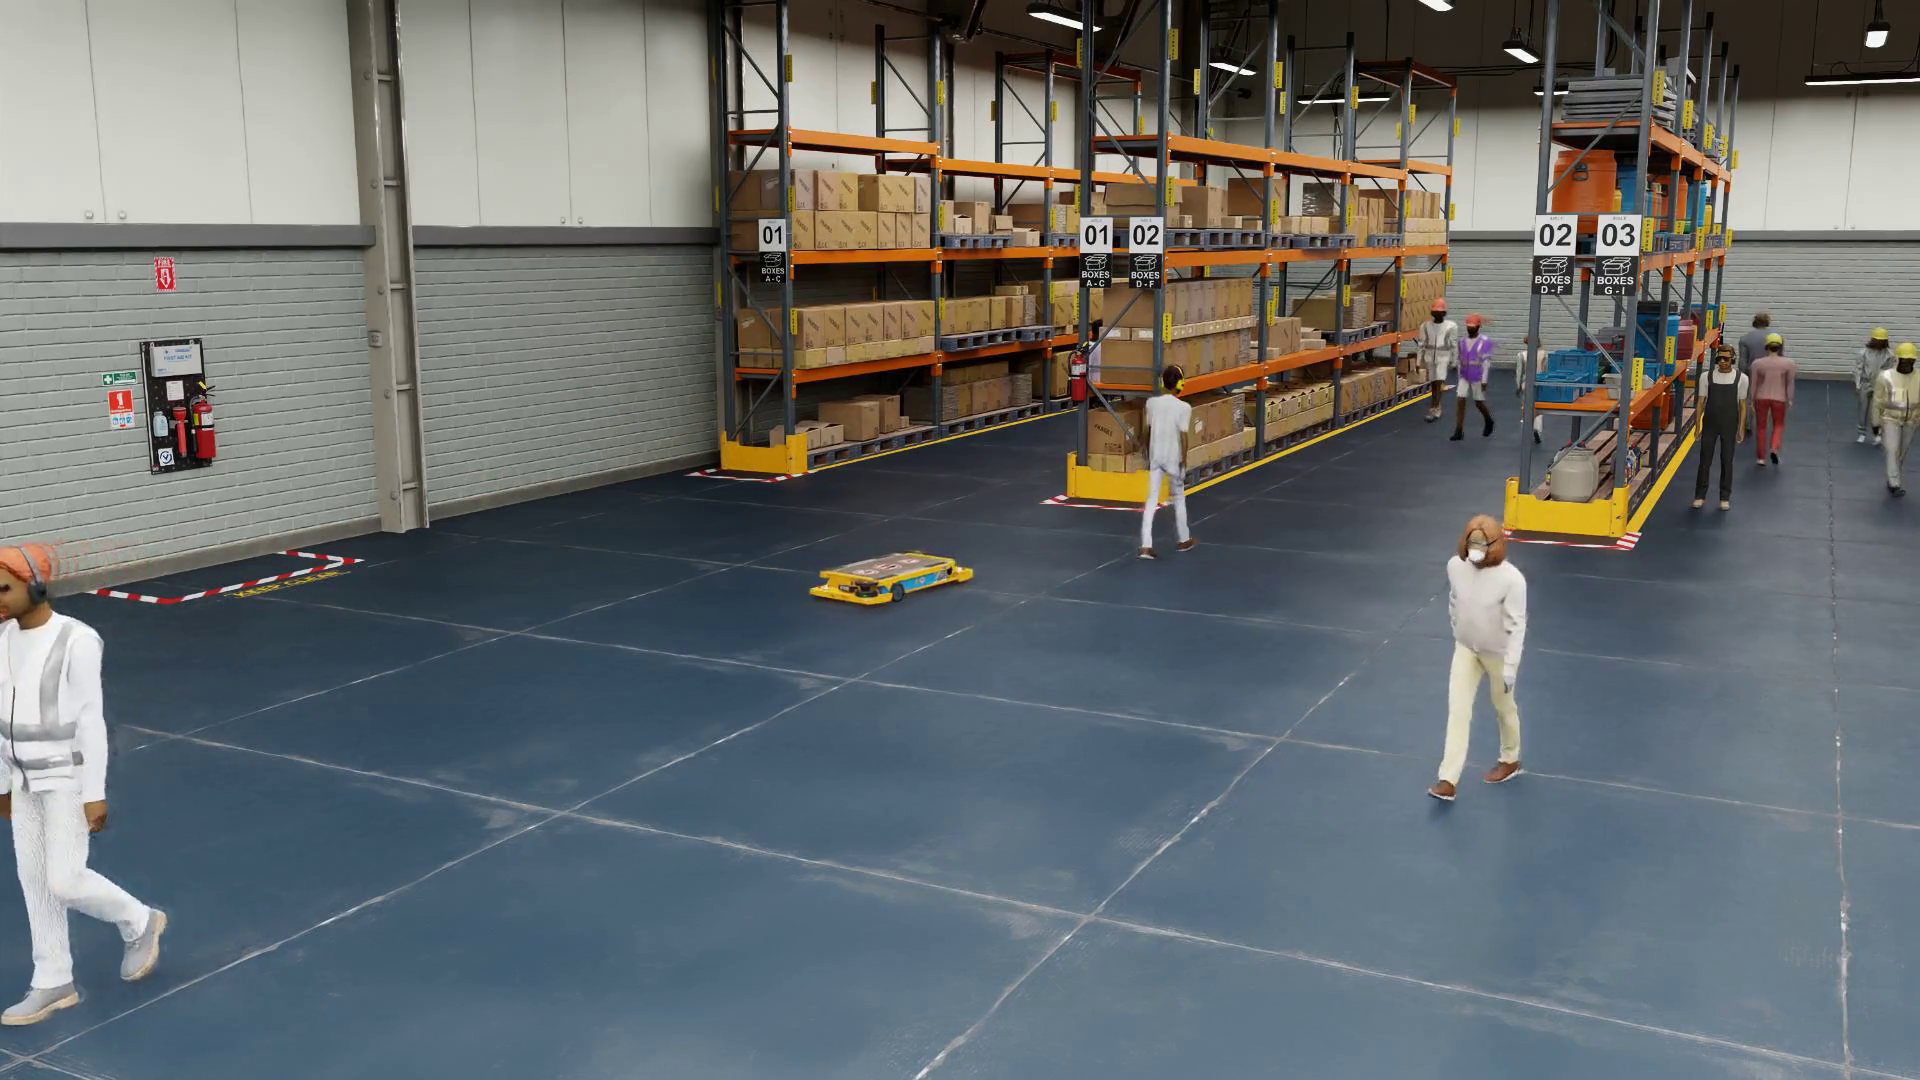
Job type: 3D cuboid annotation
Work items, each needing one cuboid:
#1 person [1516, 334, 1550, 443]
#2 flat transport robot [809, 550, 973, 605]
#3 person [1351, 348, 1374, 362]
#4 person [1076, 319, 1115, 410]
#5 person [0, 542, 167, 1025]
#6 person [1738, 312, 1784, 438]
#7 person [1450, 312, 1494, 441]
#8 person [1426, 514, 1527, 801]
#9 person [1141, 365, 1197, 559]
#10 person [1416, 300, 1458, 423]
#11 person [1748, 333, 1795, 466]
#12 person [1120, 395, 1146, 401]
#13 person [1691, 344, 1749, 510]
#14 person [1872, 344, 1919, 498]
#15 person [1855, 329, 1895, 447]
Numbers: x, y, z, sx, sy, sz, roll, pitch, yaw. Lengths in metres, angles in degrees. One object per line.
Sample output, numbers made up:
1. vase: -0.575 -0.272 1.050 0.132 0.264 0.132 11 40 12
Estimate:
1. person: 8.462 -2.244 24.535 0.514 1.603 0.788 3 11 14
2. flat transport robot: -0.573 0.308 14.240 0.652 0.197 1.431 8 13 36
3. person: 8.317 -4.148 34.024 0.950 1.937 0.674 -7 13 -34
4. person: 1.906 -2.165 23.379 0.602 1.875 0.953 0 10 3
5. person: -3.511 0.928 6.474 0.606 1.875 0.544 5 12 25
6. person: 12.025 -2.480 25.032 0.615 1.903 0.961 5 11 25
7. person: 7.672 -2.434 24.755 0.809 1.914 0.544 -10 14 -43
8. person: 2.830 0.623 8.973 0.919 1.560 0.504 -10 14 -43
9. person: 1.952 -0.744 15.759 0.539 1.824 0.972 6 12 31
10. person: 7.801 -2.934 27.234 0.626 1.990 1.076 6 12 30
11. person: 10.699 -1.854 21.963 0.552 1.751 0.368 4 11 21
12. person: 2.491 -2.092 23.061 0.588 1.835 0.403 5 11 24
13. person: 8.418 -1.245 18.424 0.515 1.846 0.365 5 12 27
14. person: 11.042 -1.411 19.506 0.604 1.789 0.954 2 11 12
15. person: 13.246 -2.216 24.126 0.490 1.693 0.916 5 11 24
